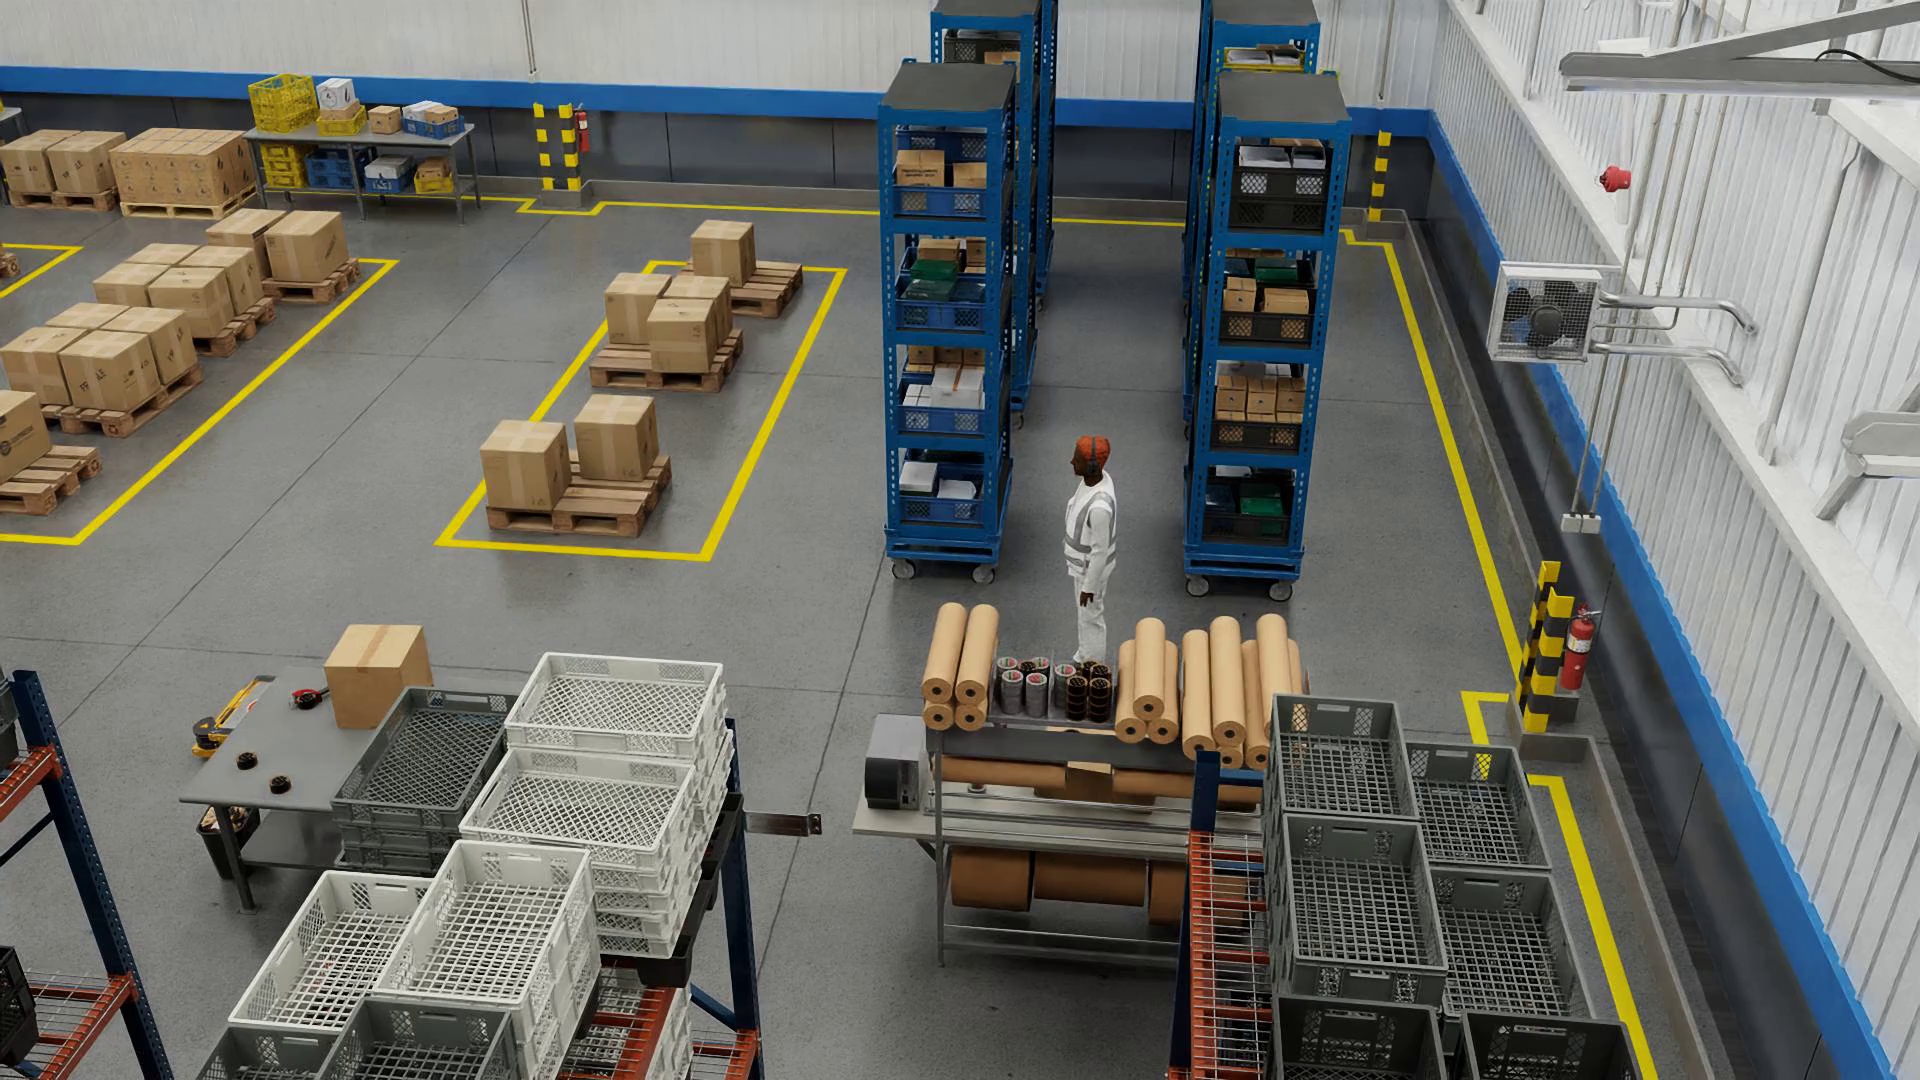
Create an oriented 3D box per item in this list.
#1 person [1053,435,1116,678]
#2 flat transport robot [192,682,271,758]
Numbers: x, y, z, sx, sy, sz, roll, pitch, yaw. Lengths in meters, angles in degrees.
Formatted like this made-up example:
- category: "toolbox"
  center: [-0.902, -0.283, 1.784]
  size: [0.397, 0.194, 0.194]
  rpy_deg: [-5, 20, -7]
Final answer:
- category: "person"
  center: [0.823, 0.172, 10.774]
  size: [0.356, 1.882, 0.574]
  rpy_deg: [-1, 30, -2]
- category: "flat transport robot"
  center: [-4.089, 1.163, 10.648]
  size: [1.431, 0.197, 0.652]
  rpy_deg: [3, 30, 6]
